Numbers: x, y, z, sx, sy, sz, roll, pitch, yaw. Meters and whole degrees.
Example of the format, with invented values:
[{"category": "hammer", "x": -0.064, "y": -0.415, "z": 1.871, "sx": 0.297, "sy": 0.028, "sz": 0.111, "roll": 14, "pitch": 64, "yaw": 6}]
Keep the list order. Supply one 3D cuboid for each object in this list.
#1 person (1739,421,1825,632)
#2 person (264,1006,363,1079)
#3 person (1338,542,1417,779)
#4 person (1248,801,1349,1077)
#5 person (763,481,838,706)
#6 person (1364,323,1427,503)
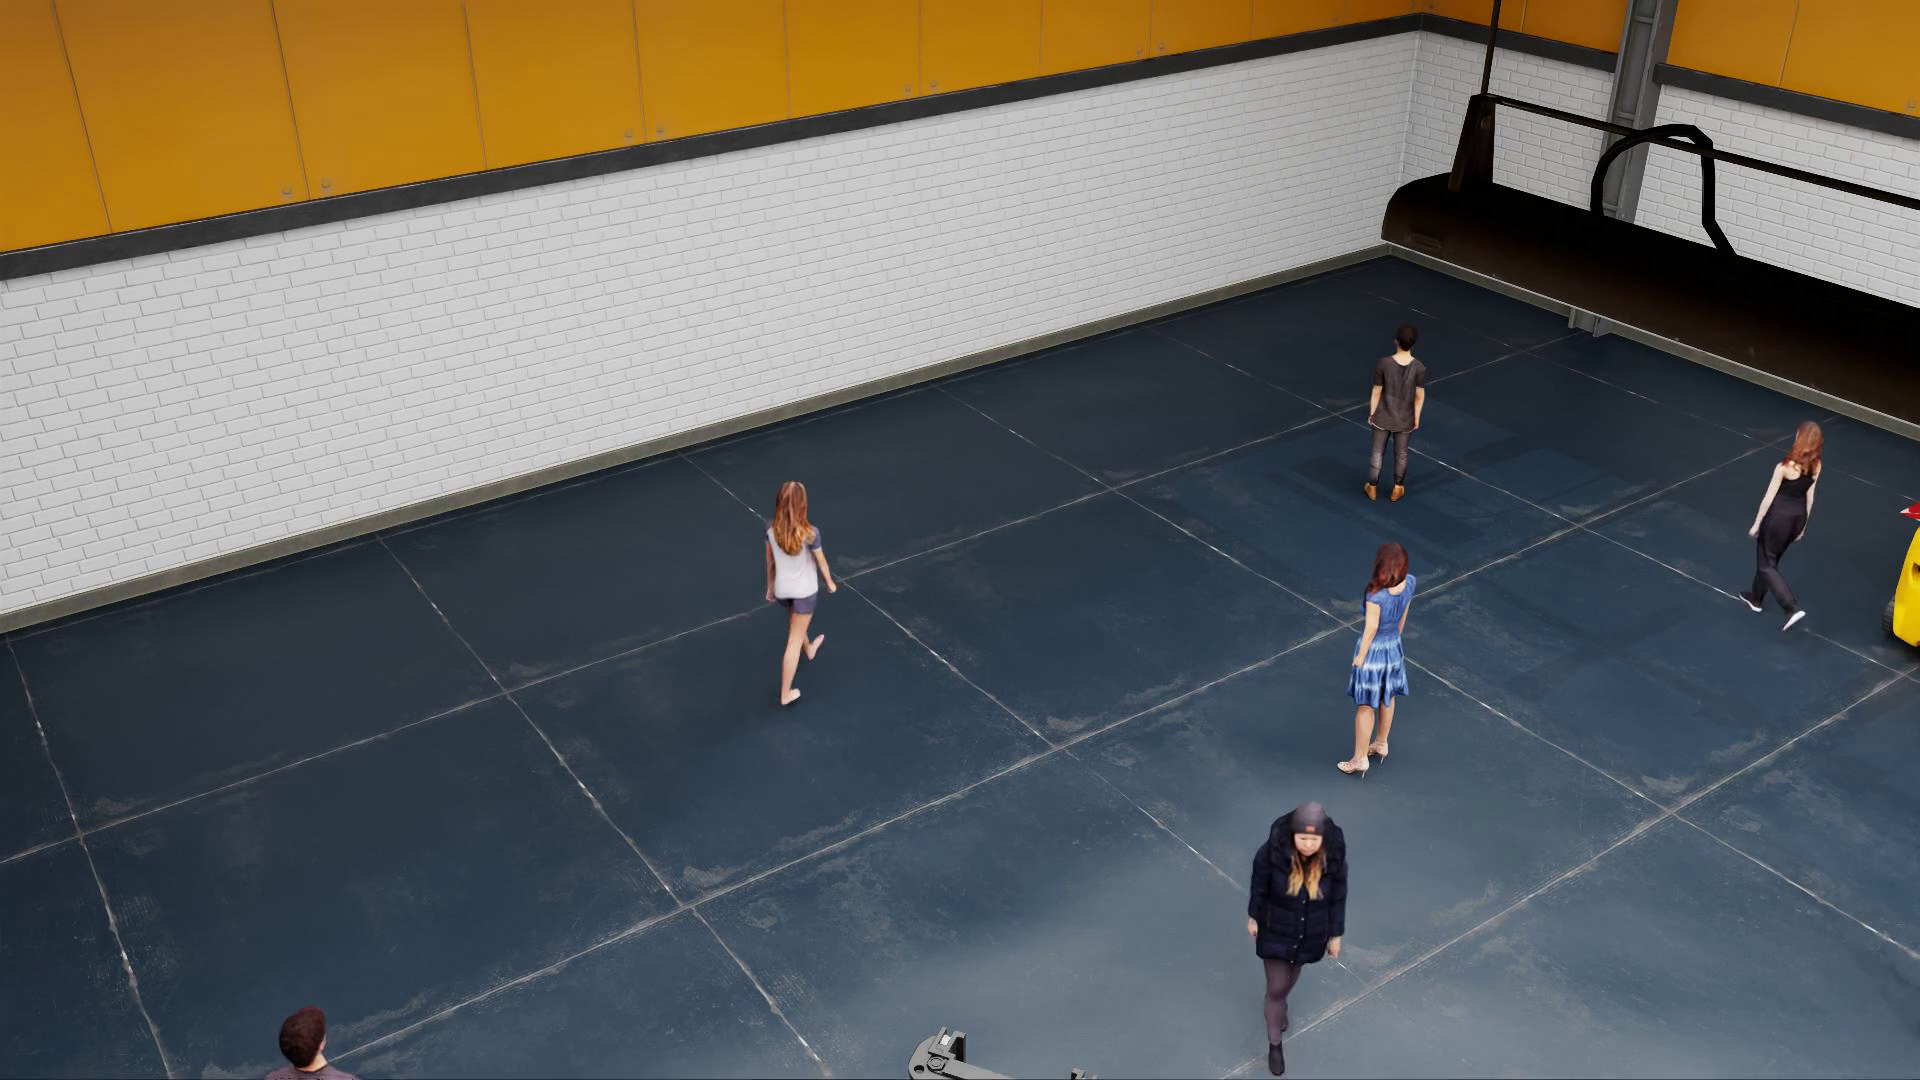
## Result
[{"category": "person", "x": 6.588, "y": -0.086, "z": 13.205, "sx": 0.814, "sy": 1.727, "sz": 1.086, "roll": -7, "pitch": 29, "yaw": -12}, {"category": "person", "x": -2.865, "y": 2.882, "z": 7.638, "sx": 0.750, "sy": 1.848, "sz": 0.782, "roll": 1, "pitch": 29, "yaw": 2}, {"category": "person", "x": 2.876, "y": 0.818, "z": 11.466, "sx": 0.689, "sy": 1.806, "sz": 0.596, "roll": -23, "pitch": 36, "yaw": -36}, {"category": "person", "x": 1.855, "y": 2.090, "z": 9.294, "sx": 0.961, "sy": 1.651, "sz": 1.054, "roll": 1, "pitch": 29, "yaw": 2}, {"category": "person", "x": -1.251, "y": 0.438, "z": 12.302, "sx": 1.104, "sy": 1.672, "sz": 1.013, "roll": 13, "pitch": 31, "yaw": 23}, {"category": "person", "x": 3.970, "y": -1.160, "z": 15.184, "sx": 0.687, "sy": 1.718, "sz": 0.762, "roll": 7, "pitch": 29, "yaw": 12}]
